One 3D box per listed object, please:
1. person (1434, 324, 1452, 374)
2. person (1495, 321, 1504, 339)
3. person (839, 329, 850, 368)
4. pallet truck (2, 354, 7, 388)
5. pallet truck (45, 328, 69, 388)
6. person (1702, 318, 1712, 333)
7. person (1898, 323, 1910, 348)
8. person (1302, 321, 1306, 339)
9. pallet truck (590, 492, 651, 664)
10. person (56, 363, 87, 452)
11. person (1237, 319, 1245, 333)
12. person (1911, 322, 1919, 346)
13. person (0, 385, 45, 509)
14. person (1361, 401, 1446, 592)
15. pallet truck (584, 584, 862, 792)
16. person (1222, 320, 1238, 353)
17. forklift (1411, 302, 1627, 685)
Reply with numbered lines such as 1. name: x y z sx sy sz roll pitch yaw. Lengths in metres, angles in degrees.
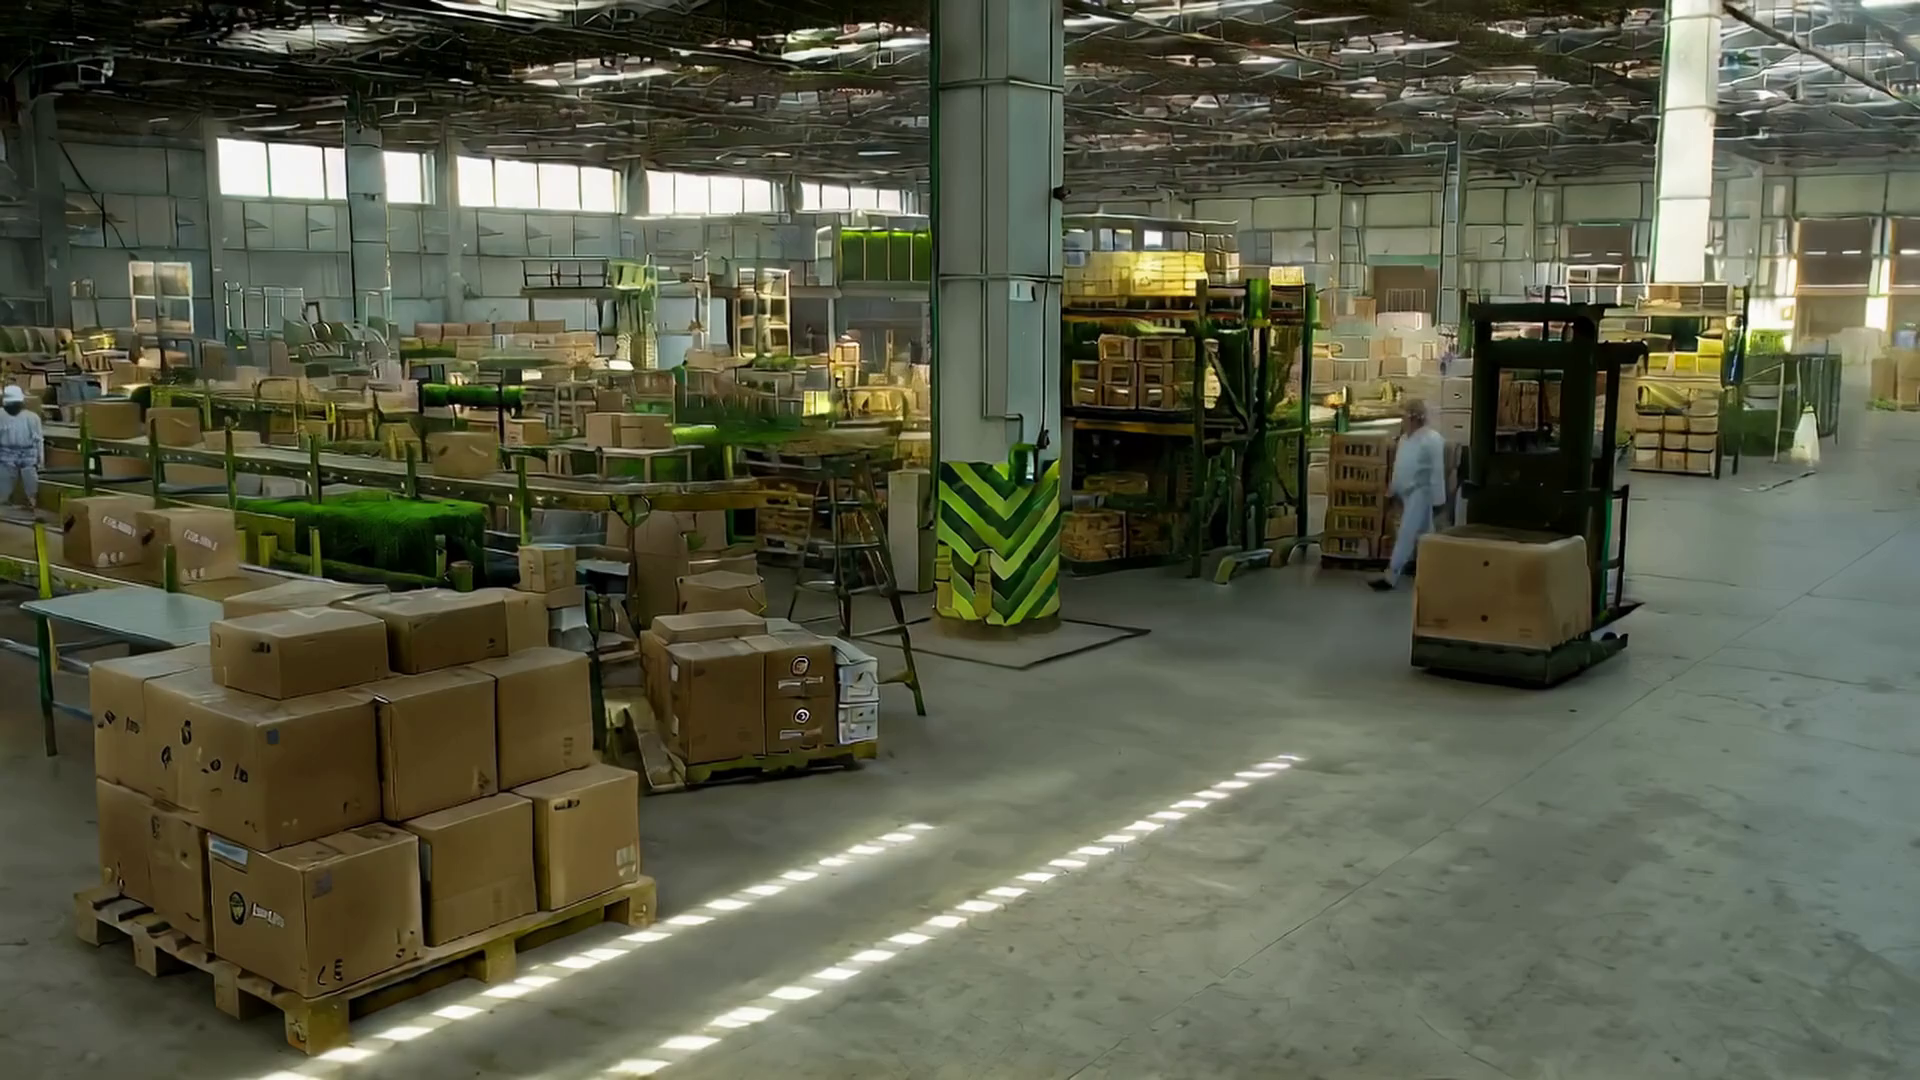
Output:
1. person: 15.708 -6.058 54.053 0.555 1.895 0.999 3 9 18
2. person: 25.828 -9.815 79.739 0.545 1.805 0.885 -3 9 -20
3. person: -3.702 -5.930 53.702 0.313 1.740 0.487 5 10 31
4. pallet truck: -24.881 -4.417 42.634 1.885 1.965 0.823 8 11 41
5. pallet truck: -23.775 -4.544 43.495 1.885 1.965 0.823 6 10 35
6. person: 32.544 -8.760 72.520 0.431 1.833 0.659 6 11 37
7. person: 32.250 -6.469 56.855 0.355 1.882 0.576 4 10 28
8. person: 14.759 -8.535 70.911 0.417 1.847 0.734 1 8 3
9. pallet truck: -3.115 0.344 12.883 0.653 1.274 1.630 7 11 37
10. person: -16.235 -2.425 30.432 0.497 1.633 0.285 -2 9 -14
11. person: 11.600 -8.222 68.540 0.399 1.928 0.542 3 9 22
12. person: 33.203 -6.608 57.620 0.425 1.935 0.605 1 8 4
13. person: -11.115 -0.915 19.609 0.591 1.826 0.403 -5 10 -31
14. person: 4.327 -0.417 16.154 0.988 1.858 0.656 -1 9 -7
15. pallet truck: -1.426 0.805 10.019 1.601 1.201 0.680 -4 9 -26
16. person: 9.403 -6.686 58.052 0.623 1.968 0.811 0 8 1
17. forklift: 4.379 -0.438 12.852 1.129 2.768 1.873 7 11 37
